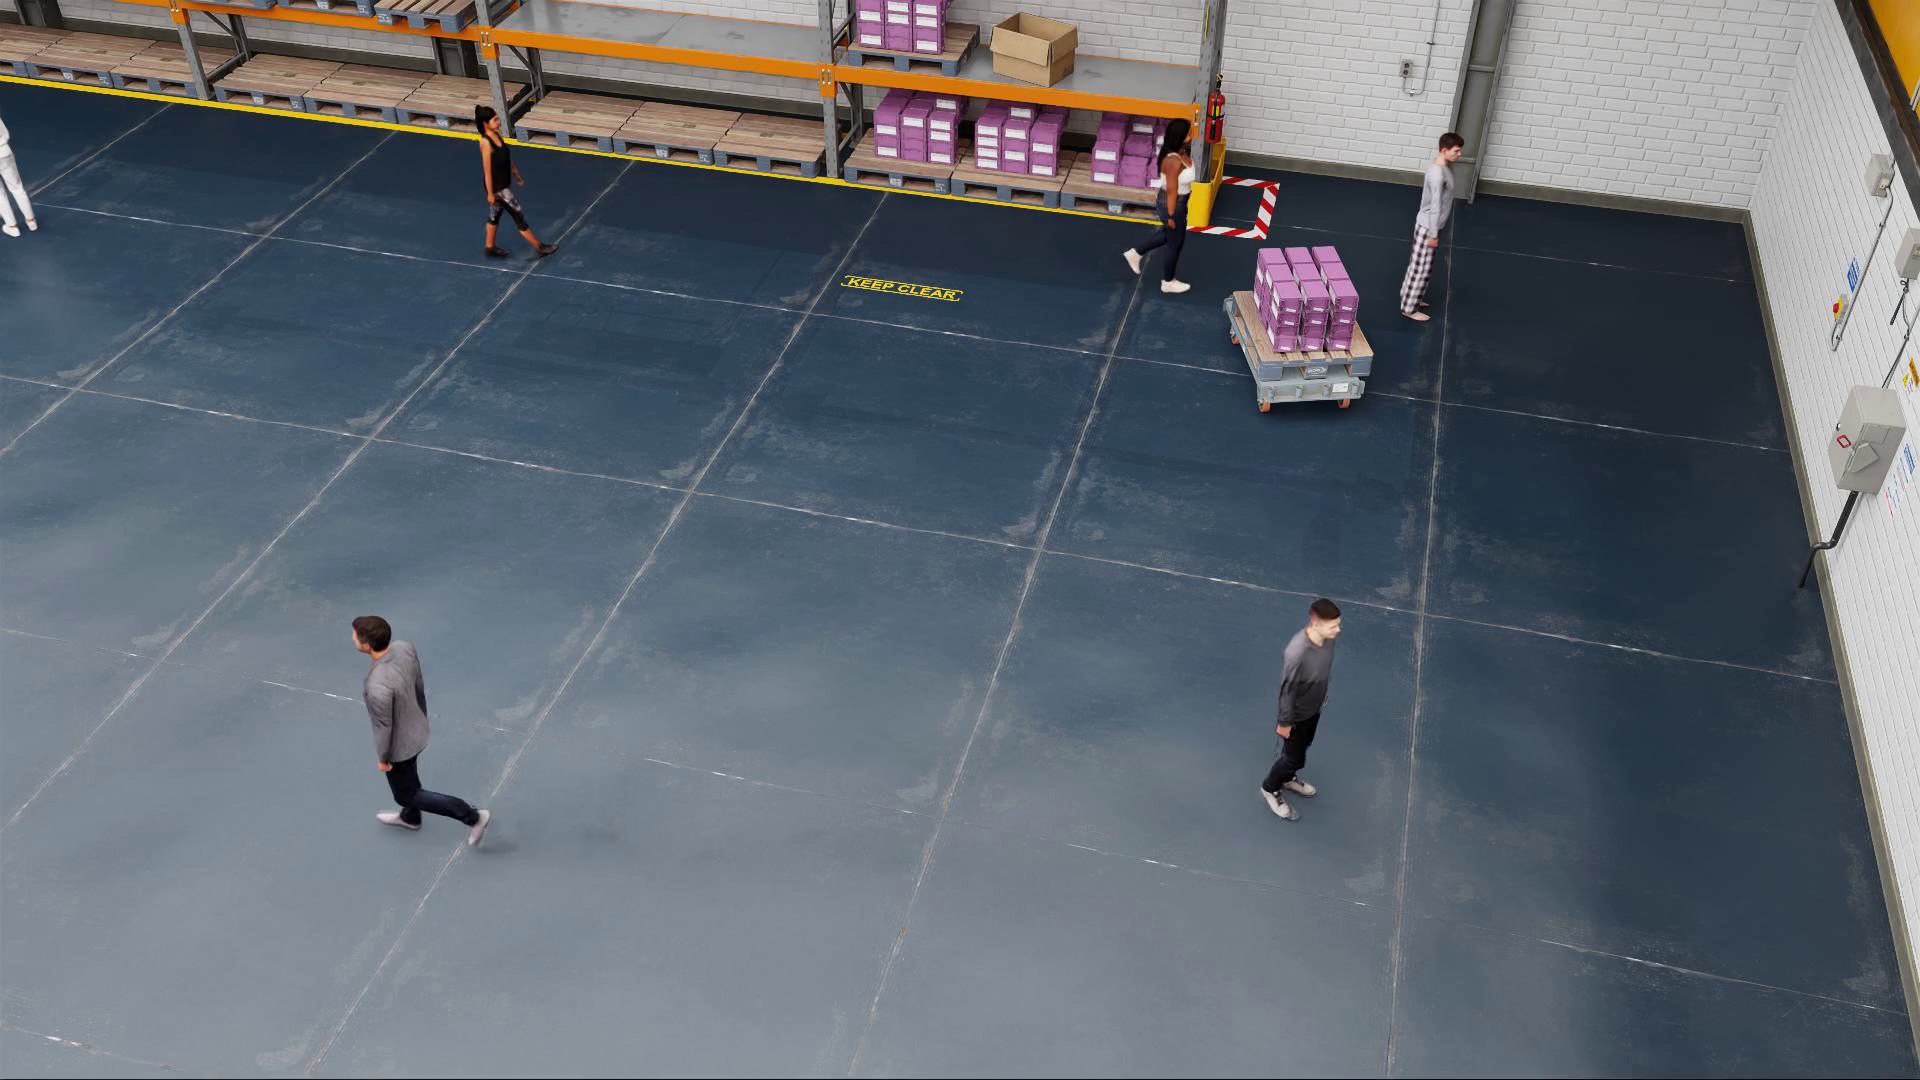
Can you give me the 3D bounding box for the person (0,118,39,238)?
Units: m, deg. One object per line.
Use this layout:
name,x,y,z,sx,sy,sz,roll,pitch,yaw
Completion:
person,-9.881,-3.919,16.985,0.688,1.689,0.682,31,48,33

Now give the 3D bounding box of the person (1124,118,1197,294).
person,1.949,-3.205,16.005,0.930,1.796,0.686,6,39,7

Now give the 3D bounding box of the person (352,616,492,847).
person,-3.415,1.240,10.397,1.142,1.849,0.860,2,39,2

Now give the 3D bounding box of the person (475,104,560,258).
person,-4.667,-3.530,16.543,1.084,1.632,0.778,1,39,1

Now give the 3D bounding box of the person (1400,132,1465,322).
person,4.421,-2.973,15.674,0.517,1.846,0.613,10,40,12

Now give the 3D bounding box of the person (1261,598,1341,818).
person,2.190,1.037,10.725,0.674,1.757,0.704,22,44,25
